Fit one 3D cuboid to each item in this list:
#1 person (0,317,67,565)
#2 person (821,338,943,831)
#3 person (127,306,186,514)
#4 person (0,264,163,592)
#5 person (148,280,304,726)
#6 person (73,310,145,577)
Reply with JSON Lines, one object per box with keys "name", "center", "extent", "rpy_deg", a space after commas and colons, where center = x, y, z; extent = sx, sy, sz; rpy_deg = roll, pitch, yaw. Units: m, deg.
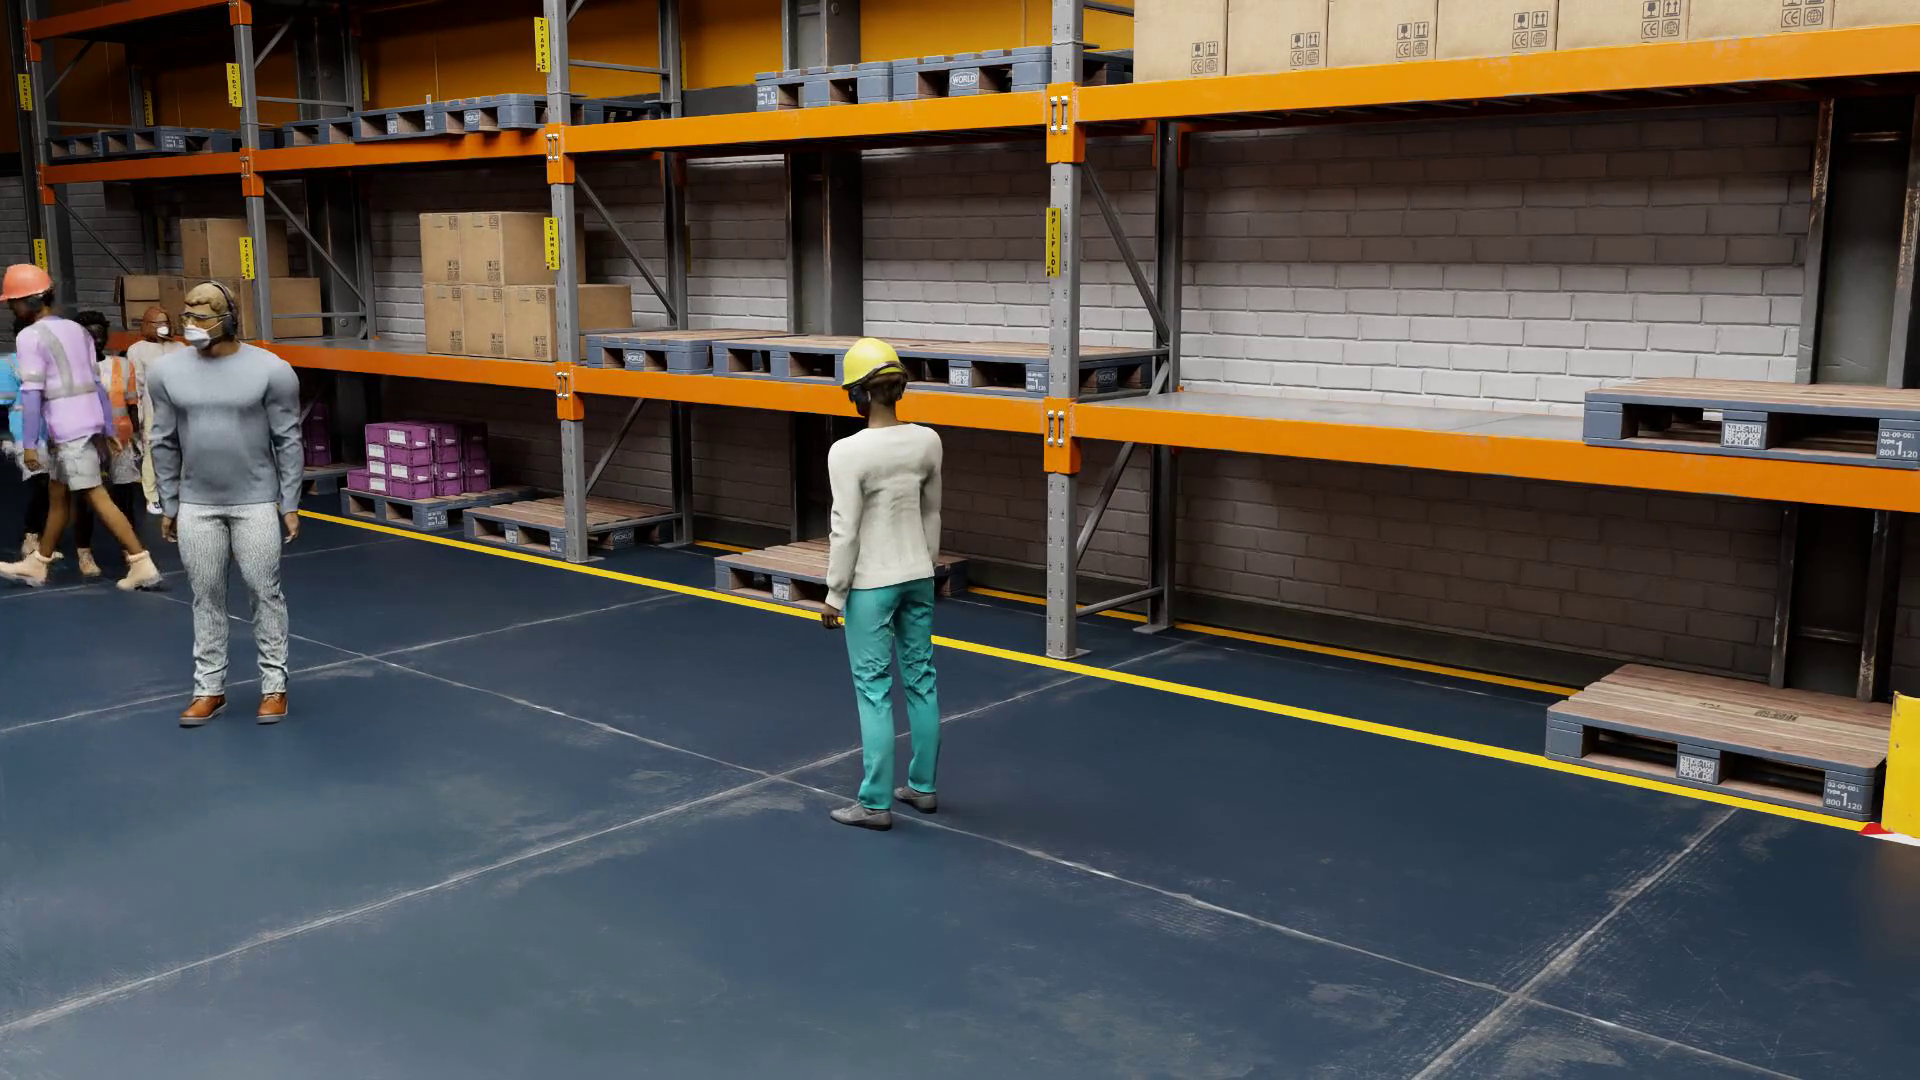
{"name": "person", "center": [-6.025, -0.670, 10.924], "extent": [0.453, 1.675, 0.543], "rpy_deg": [2, 10, 13]}
{"name": "person", "center": [-0.284, 0.161, 5.974], "extent": [0.327, 1.760, 0.523], "rpy_deg": [10, 14, 44]}
{"name": "person", "center": [-6.261, -1.016, 13.050], "extent": [0.284, 1.626, 0.492], "rpy_deg": [6, 12, 31]}
{"name": "person", "center": [-5.346, -0.658, 10.003], "extent": [1.079, 1.978, 0.654], "rpy_deg": [0, 10, -2]}
{"name": "person", "center": [-3.175, -0.152, 7.245], "extent": [0.628, 1.936, 0.374], "rpy_deg": [-1, 10, -5]}
{"name": "person", "center": [-5.459, -0.608, 10.563], "extent": [0.320, 1.687, 0.534], "rpy_deg": [7, 12, 36]}
